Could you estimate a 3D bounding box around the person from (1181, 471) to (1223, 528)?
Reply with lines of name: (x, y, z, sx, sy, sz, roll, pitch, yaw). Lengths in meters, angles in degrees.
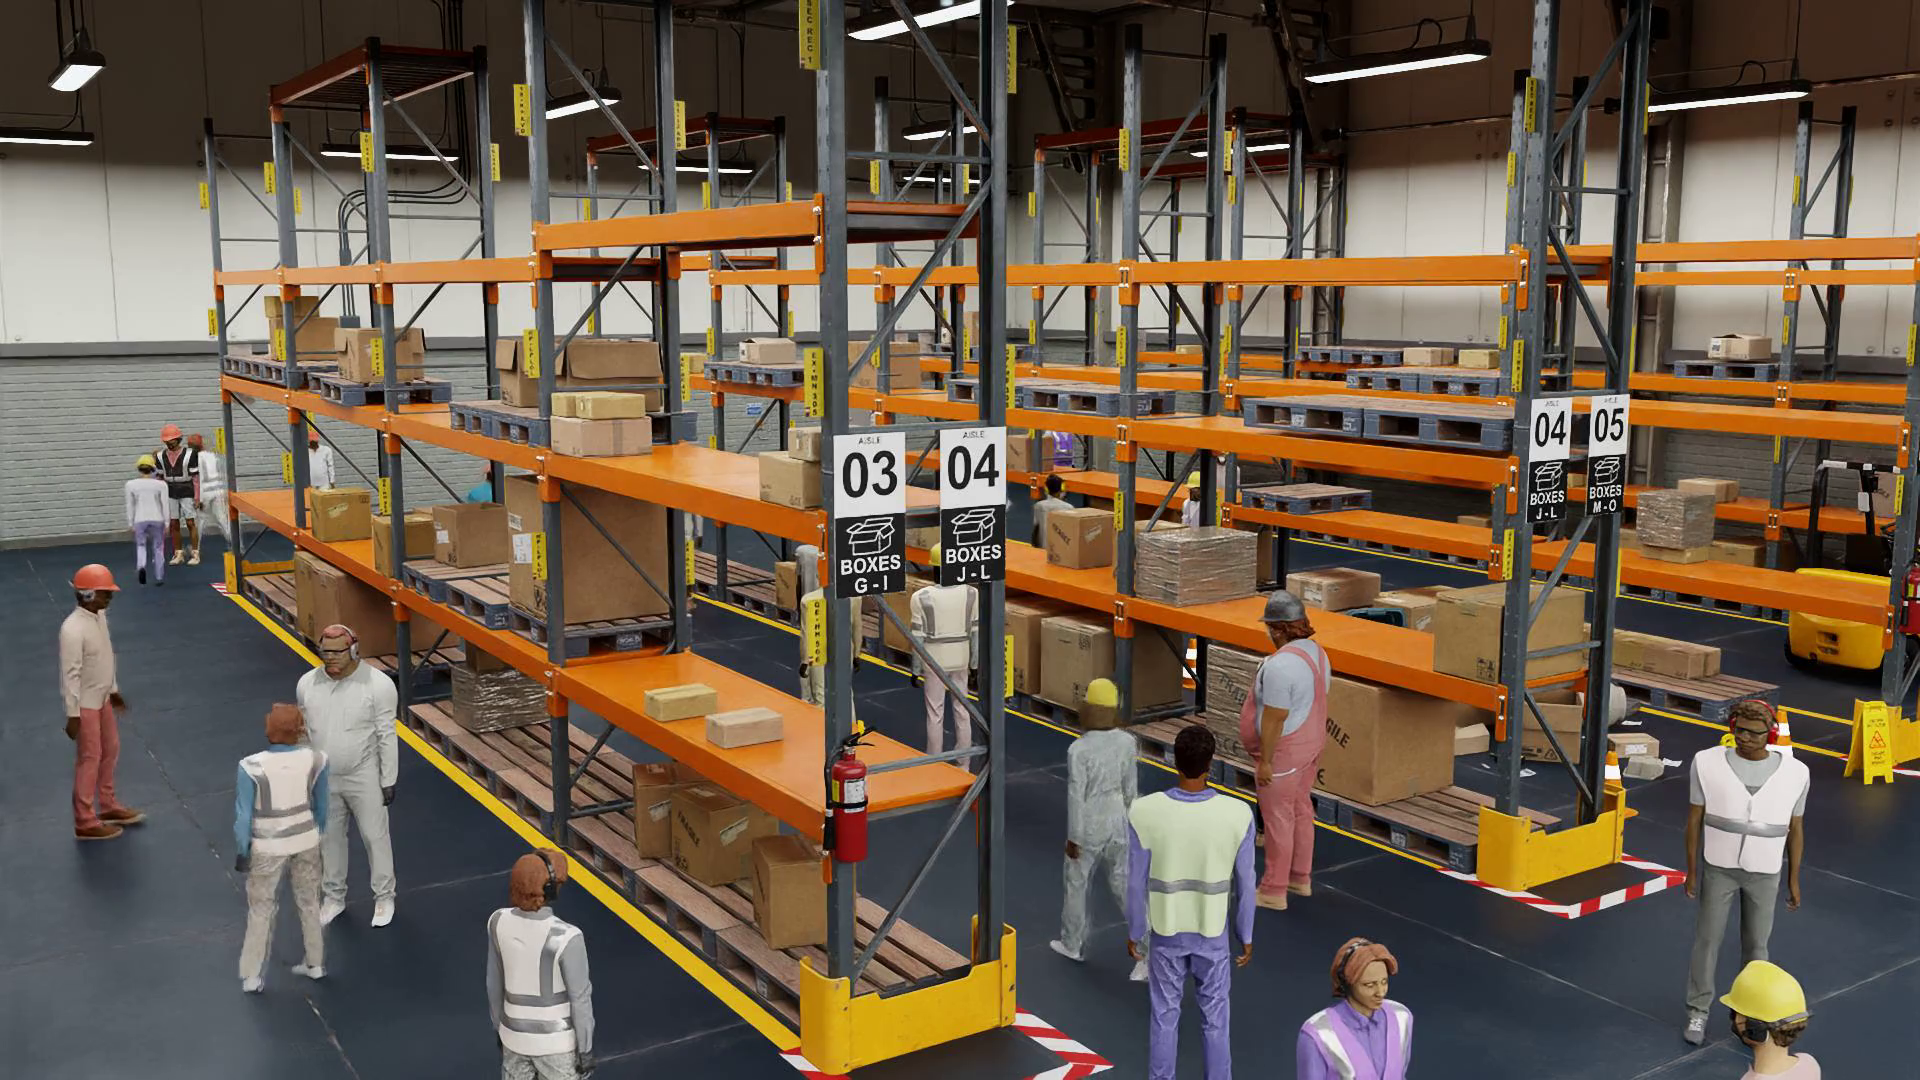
person: (2.784, 0.105, 19.399, 0.404, 1.825, 0.594, -6, 11, -37)

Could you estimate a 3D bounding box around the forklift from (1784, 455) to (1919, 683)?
forklift: (9.643, 0.253, 17.172, 2.313, 2.155, 1.214, -6, 10, -33)

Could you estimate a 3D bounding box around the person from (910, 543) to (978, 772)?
person: (-0.121, 0.973, 13.249, 0.588, 1.930, 0.364, -3, 9, -20)

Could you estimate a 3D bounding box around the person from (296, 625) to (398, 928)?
person: (-3.766, 1.448, 10.214, 0.642, 1.899, 0.394, 1, 9, 5)

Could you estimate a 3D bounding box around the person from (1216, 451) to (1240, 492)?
person: (3.867, -0.570, 24.506, 0.508, 1.632, 0.271, 3, 9, 18)

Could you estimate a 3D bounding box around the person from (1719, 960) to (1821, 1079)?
person: (2.582, 2.230, 5.424, 0.533, 1.768, 0.311, -7, 11, -39)

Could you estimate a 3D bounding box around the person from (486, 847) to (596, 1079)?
person: (-1.724, 2.075, 6.873, 0.525, 1.639, 0.307, 5, 10, 28)

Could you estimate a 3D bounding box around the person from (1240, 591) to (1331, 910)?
person: (2.059, 1.311, 10.633, 0.535, 2.000, 0.687, 6, 11, 36)

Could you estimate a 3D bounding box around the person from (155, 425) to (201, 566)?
person: (-11.108, -0.629, 23.620, 0.612, 2.028, 0.409, 0, 9, -1)

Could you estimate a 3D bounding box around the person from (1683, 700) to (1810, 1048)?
person: (4.053, 1.714, 8.616, 0.564, 1.839, 0.396, 3, 9, 18)

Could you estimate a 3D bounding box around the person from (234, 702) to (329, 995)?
person: (-3.807, 1.725, 9.308, 0.584, 1.614, 0.345, -7, 11, -39)

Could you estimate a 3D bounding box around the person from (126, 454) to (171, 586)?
person: (-10.695, -0.248, 21.940, 0.532, 1.758, 0.470, -3, 9, -19)

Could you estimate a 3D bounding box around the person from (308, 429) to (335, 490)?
person: (-10.296, -0.934, 26.586, 0.577, 1.737, 0.355, -4, 9, -24)

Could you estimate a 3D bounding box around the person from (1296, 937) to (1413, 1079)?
person: (1.406, 2.212, 5.961, 0.515, 1.641, 0.314, -5, 10, -28)

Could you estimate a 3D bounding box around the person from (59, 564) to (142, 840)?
person: (-6.189, 1.154, 11.887, 0.442, 1.985, 0.670, -2, 9, -14)

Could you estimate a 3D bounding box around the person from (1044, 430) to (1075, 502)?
person: (1.748, -1.324, 28.839, 0.625, 1.843, 0.430, -6, 10, -35)

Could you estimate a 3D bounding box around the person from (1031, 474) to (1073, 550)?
person: (1.076, 0.179, 18.829, 0.607, 1.850, 0.402, 5, 10, 31)

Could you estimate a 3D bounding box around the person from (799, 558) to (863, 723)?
person: (-1.092, 0.961, 13.914, 0.573, 1.749, 0.339, -5, 10, -28)

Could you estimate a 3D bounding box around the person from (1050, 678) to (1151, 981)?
person: (0.849, 1.647, 9.520, 0.501, 1.705, 0.821, -5, 10, -31)

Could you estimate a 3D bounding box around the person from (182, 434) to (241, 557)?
person: (-11.041, -0.649, 24.401, 0.975, 1.838, 0.609, 1, 9, 9)

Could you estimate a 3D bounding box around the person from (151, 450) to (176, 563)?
person: (-11.465, -0.480, 23.909, 0.278, 1.633, 0.507, 7, 11, 39)

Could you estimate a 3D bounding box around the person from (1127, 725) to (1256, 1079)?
person: (1.072, 1.807, 7.739, 0.596, 1.916, 0.380, 1, 9, 6)
